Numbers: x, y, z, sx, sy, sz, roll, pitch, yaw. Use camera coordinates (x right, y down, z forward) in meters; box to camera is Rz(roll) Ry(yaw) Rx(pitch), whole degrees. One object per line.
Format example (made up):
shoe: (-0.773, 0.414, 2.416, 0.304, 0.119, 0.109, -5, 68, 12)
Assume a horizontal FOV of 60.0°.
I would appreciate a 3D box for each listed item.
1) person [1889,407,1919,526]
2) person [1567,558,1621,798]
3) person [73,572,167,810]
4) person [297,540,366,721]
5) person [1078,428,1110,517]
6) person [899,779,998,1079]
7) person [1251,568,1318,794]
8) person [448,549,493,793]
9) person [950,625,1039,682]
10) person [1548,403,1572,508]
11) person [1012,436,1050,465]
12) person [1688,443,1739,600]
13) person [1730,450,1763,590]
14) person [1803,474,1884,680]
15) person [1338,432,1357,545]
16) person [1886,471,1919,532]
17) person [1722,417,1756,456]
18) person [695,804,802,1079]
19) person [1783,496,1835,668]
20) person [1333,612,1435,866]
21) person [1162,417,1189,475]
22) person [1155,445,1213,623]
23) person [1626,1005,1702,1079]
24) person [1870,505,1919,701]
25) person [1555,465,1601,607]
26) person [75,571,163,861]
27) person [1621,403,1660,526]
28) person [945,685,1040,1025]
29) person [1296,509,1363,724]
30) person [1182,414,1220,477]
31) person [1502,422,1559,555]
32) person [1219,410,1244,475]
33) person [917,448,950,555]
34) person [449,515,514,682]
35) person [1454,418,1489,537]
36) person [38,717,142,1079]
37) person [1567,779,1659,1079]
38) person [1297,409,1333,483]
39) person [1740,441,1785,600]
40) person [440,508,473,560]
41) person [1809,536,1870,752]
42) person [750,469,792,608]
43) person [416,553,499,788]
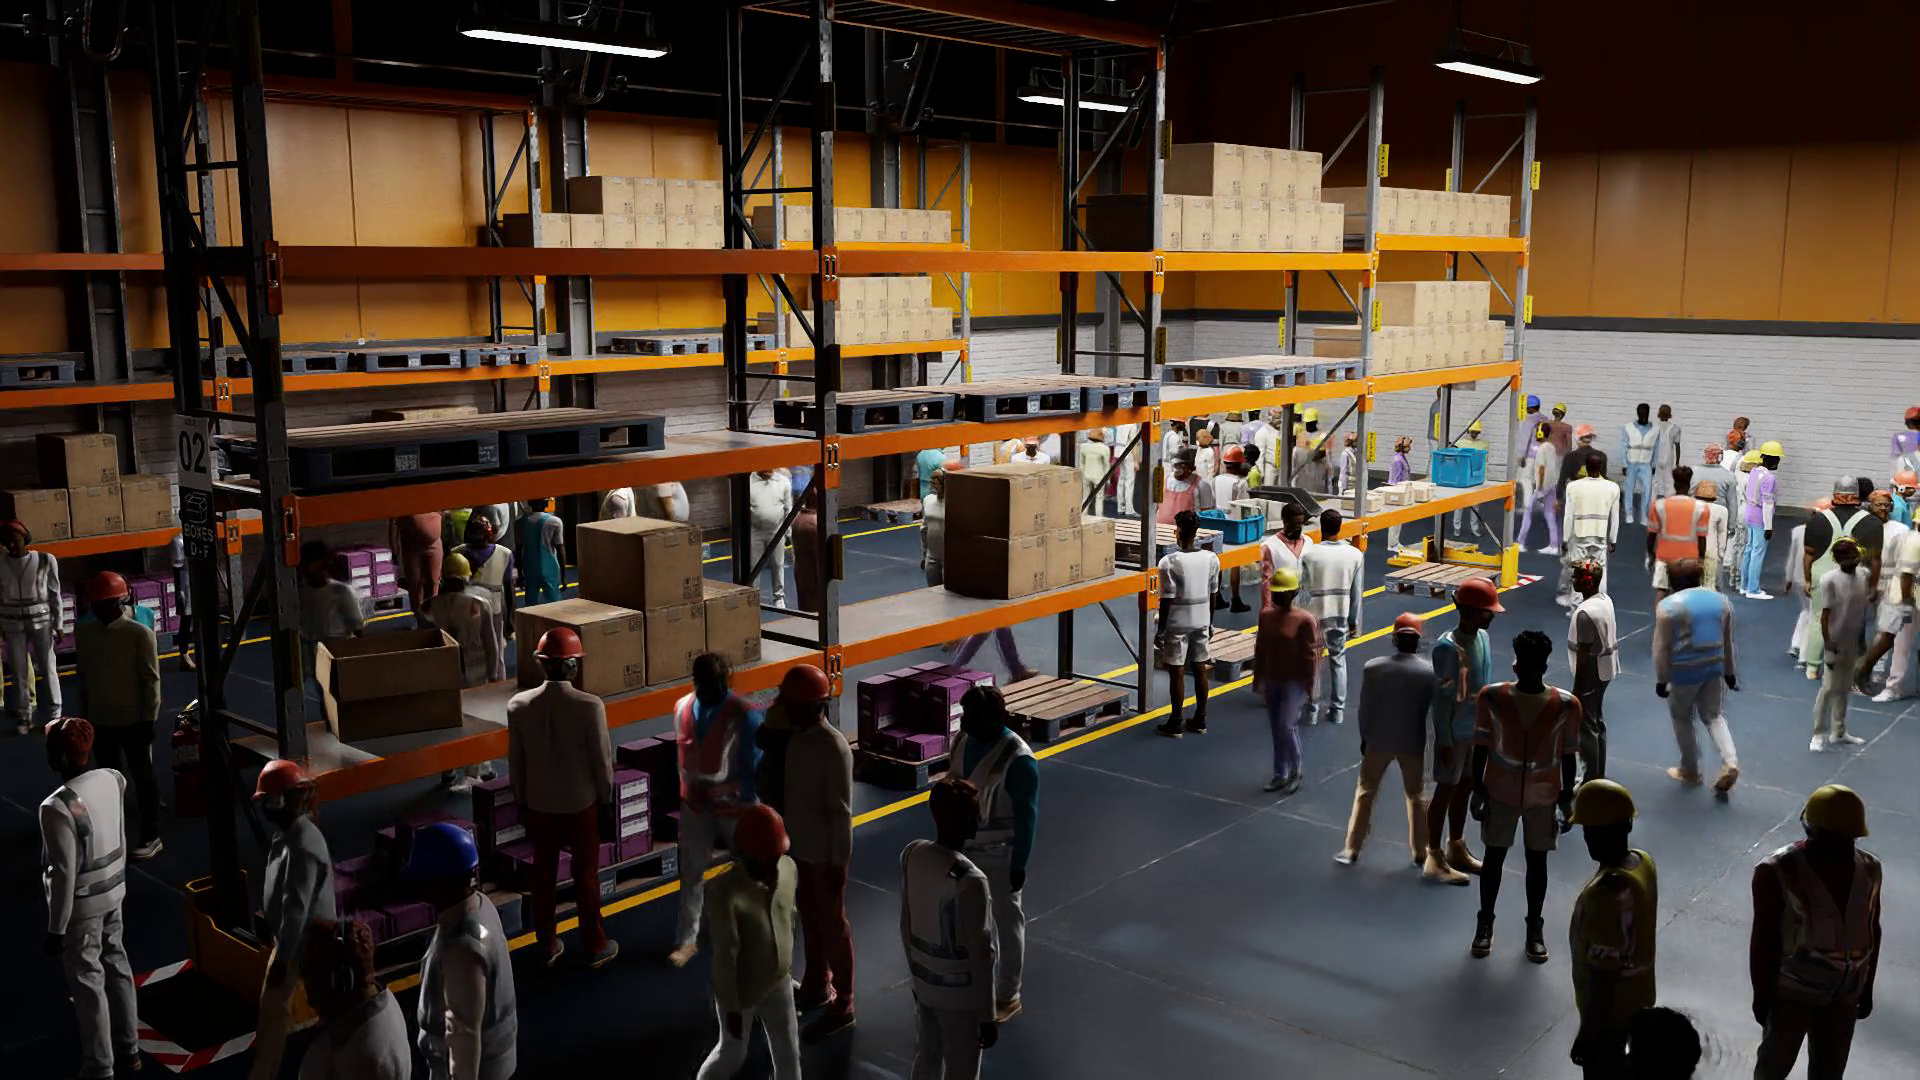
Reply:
person: (13.646, -0.917, 23.913, 0.613, 1.987, 1.017, 2, 10, 13)
person: (4.796, 1.051, 12.636, 0.392, 1.836, 0.561, 6, 11, 31)
person: (-6.160, 1.126, 12.195, 0.391, 1.836, 0.561, 8, 13, 41)
person: (-4.973, 0.916, 13.212, 0.622, 1.928, 0.971, 4, 10, 21)
person: (2.001, -0.904, 24.901, 0.505, 1.631, 0.300, 5, 11, 29)
person: (-0.032, 1.941, 7.162, 0.345, 1.882, 0.584, -7, 12, -35)
person: (2.451, 1.077, 12.684, 0.375, 1.752, 0.546, -8, 13, -41)
person: (-3.847, 1.010, 12.893, 0.386, 1.829, 0.712, 4, 10, 21)
person: (0.283, 0.543, 15.854, 0.995, 1.792, 0.565, -3, 10, -18)
person: (9.824, -1.387, 27.429, 0.532, 1.756, 0.337, 7, 12, 37)
person: (0.975, -0.641, 22.966, 0.572, 1.749, 0.340, -1, 10, -4)
person: (9.000, -0.214, 19.965, 0.642, 1.909, 0.408, 9, 13, 42)
person: (9.798, -0.250, 20.663, 0.294, 1.744, 0.486, 2, 10, 10)
person: (8.534, 0.366, 16.103, 0.680, 2.000, 0.535, 6, 11, 33)
person: (5.618, -0.753, 24.011, 0.315, 1.630, 0.512, 7, 12, 35)
person: (10.554, 0.079, 18.717, 0.351, 1.738, 0.575, 5, 11, 28)
person: (12.220, -1.116, 26.140, 0.315, 1.640, 0.515, -8, 12, -40)
person: (-0.959, 1.966, 7.540, 0.783, 1.710, 0.569, 9, 13, 42)
person: (8.569, 0.424, 16.647, 0.408, 1.732, 0.593, -4, 10, -25)
person: (2.913, 1.354, 11.152, 0.706, 1.729, 0.492, 1, 10, 8)
person: (3.150, -0.952, 24.326, 0.388, 1.926, 0.549, 0, 10, 0)
person: (2.444, -0.053, 18.600, 0.682, 2.000, 0.538, 5, 11, 26)
person: (2.308, 2.342, 5.498, 0.893, 1.638, 0.539, 9, 13, 42)
person: (8.964, 0.579, 15.334, 0.924, 1.902, 0.602, -3, 10, -15)
person: (7.341, -0.072, 19.721, 0.428, 1.708, 0.541, 4, 10, 25)
person: (-5.729, 1.191, 11.314, 0.612, 1.995, 0.376, 2, 10, 11)
person: (10.491, -1.156, 25.644, 0.596, 1.890, 0.816, 1, 10, 8)
person: (0.142, 1.670, 8.921, 0.430, 1.841, 0.624, -8, 12, -39)
person: (3.243, 0.679, 14.639, 0.598, 1.908, 0.401, -2, 10, -13)
person: (3.695, -1.191, 25.453, 0.612, 2.029, 0.407, 5, 11, 29)
person: (8.029, -0.727, 23.230, 0.874, 1.829, 0.566, 9, 13, 42)
person: (4.488, -1.364, 27.352, 0.494, 1.730, 0.324, 4, 10, 21)
person: (-0.303, -0.526, 21.872, 0.396, 1.899, 0.667, -5, 11, -28)
person: (-4.260, 0.677, 14.847, 0.564, 1.837, 0.388, -1, 10, -8)
person: (7.555, -0.922, 24.606, 0.522, 1.770, 0.310, 0, 10, 0)
person: (-4.271, 1.779, 8.128, 0.344, 1.882, 0.584, 1, 10, 3)
person: (2.715, 1.949, 7.023, 0.392, 1.916, 0.587, 7, 12, 38)
person: (5.141, -0.991, 24.638, 0.878, 1.891, 0.603, -7, 12, -36)
person: (9.690, -0.239, 20.080, 0.398, 1.920, 0.586, 1, 10, 8)
person: (-5.319, 0.225, 17.967, 0.540, 1.695, 0.317, -3, 10, -16)
person: (7.383, 0.855, 13.823, 0.673, 1.835, 0.347, -4, 10, -22)
person: (-2.253, -0.092, 19.261, 0.643, 1.902, 0.399, -2, 10, -12)
person: (-3.865, 1.010, 12.872, 0.600, 1.831, 0.404, -1, 10, -4)
